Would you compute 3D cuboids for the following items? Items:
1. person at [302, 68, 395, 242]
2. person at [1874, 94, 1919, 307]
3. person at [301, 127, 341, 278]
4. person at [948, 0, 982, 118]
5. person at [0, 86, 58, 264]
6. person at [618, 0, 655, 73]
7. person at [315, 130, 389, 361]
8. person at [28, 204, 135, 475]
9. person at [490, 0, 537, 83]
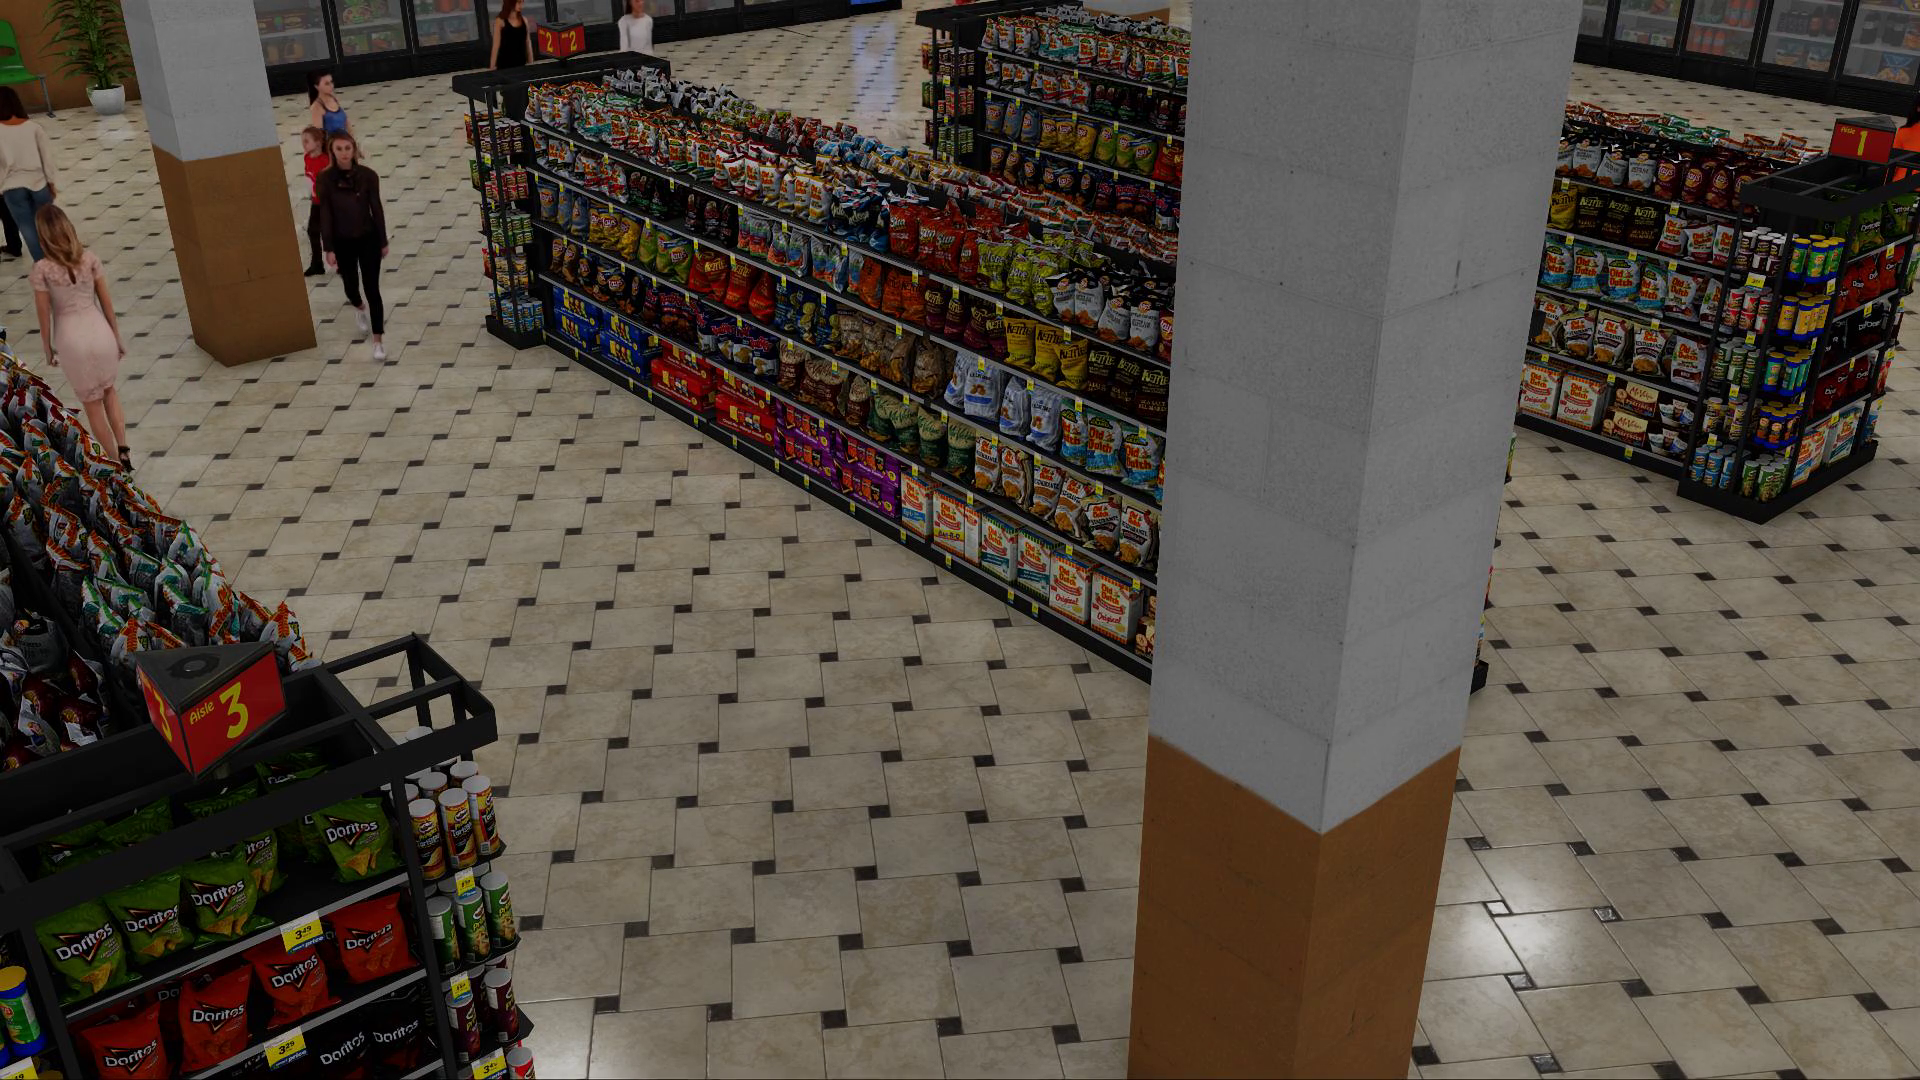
[{"bbox_3d":[-5.694,-3.431,14.976,1.090,1.565,1.058,1,27,2],"label":"person"},{"bbox_3d":[7.648,-2.772,13.475,0.706,1.748,0.754,1,27,1],"label":"person"},{"bbox_3d":[-5.393,-2.908,14.278,0.749,1.263,0.726,12,29,22],"label":"person"},{"bbox_3d":[-0.024,-5.429,18.653,0.840,1.803,0.875,-8,28,-14],"label":"person"},{"bbox_3d":[-7.729,-2.869,13.794,0.739,1.633,1.124,-17,31,-30],"label":"person"},{"bbox_3d":[-3.631,-5.256,18.488,0.641,1.644,1.097,-19,33,-33],"label":"person"},{"bbox_3d":[-4.547,-2.244,12.507,0.890,1.681,1.150,-8,28,-15],"label":"person"},{"bbox_3d":[-5.309,-1.139,10.172,0.594,1.822,0.608,24,36,39],"label":"person"},{"bbox_3d":[-4.953,-5.183,18.285,0.665,1.697,0.620,-21,34,-35],"label":"person"}]
